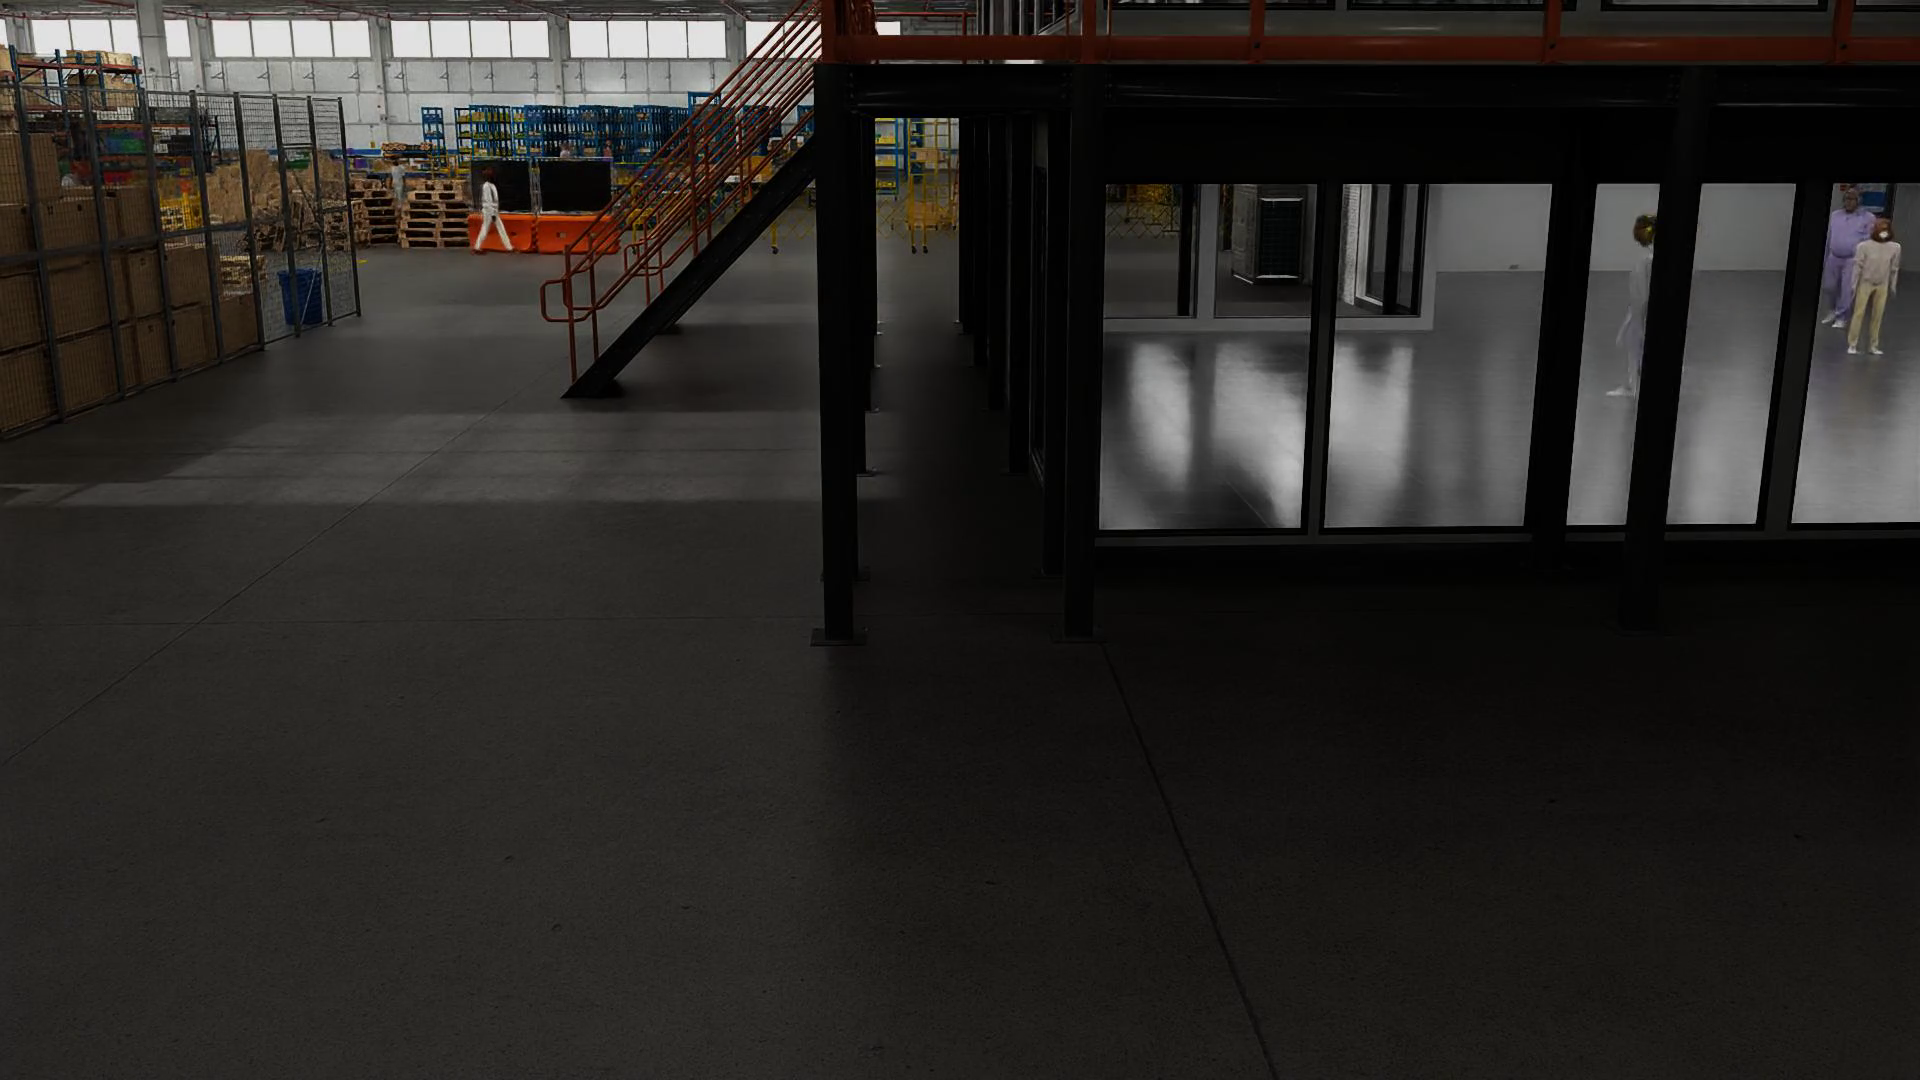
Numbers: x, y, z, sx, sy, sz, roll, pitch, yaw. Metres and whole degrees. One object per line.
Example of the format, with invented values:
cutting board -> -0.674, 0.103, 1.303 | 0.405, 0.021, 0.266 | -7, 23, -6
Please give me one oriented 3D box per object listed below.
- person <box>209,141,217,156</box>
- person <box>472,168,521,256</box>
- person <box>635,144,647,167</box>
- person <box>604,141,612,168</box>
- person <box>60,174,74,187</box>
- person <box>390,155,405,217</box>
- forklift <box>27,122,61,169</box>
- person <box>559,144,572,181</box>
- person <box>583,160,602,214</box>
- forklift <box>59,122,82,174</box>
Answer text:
person -> -38.114, -19.330, 84.575 | 0.641, 1.893, 0.980 | -8, 16, -30
person -> -9.886, -6.910, 35.094 | 1.003, 1.831, 0.599 | 1, 14, 3
person -> -16.006, -19.013, 83.536 | 0.583, 1.793, 0.991 | -1, 14, -5
person -> -16.201, -17.419, 76.781 | 0.421, 1.985, 0.620 | -10, 17, -36
person -> -19.420, -7.198, 35.803 | 0.694, 2.000, 0.745 | -7, 16, -27
person -> -16.571, -10.404, 49.005 | 0.548, 1.856, 0.472 | 6, 15, 24
forklift -> -35.376, -14.773, 64.377 | 1.129, 2.768, 1.873 | -1, 14, -2
person -> -17.709, -16.817, 74.621 | 0.992, 1.869, 0.656 | 5, 15, 18
person -> -10.196, -9.647, 46.175 | 0.534, 1.757, 0.345 | -6, 15, -22
forklift -> -38.542, -16.817, 72.546 | 1.873, 2.768, 1.129 | -7, 16, -26
